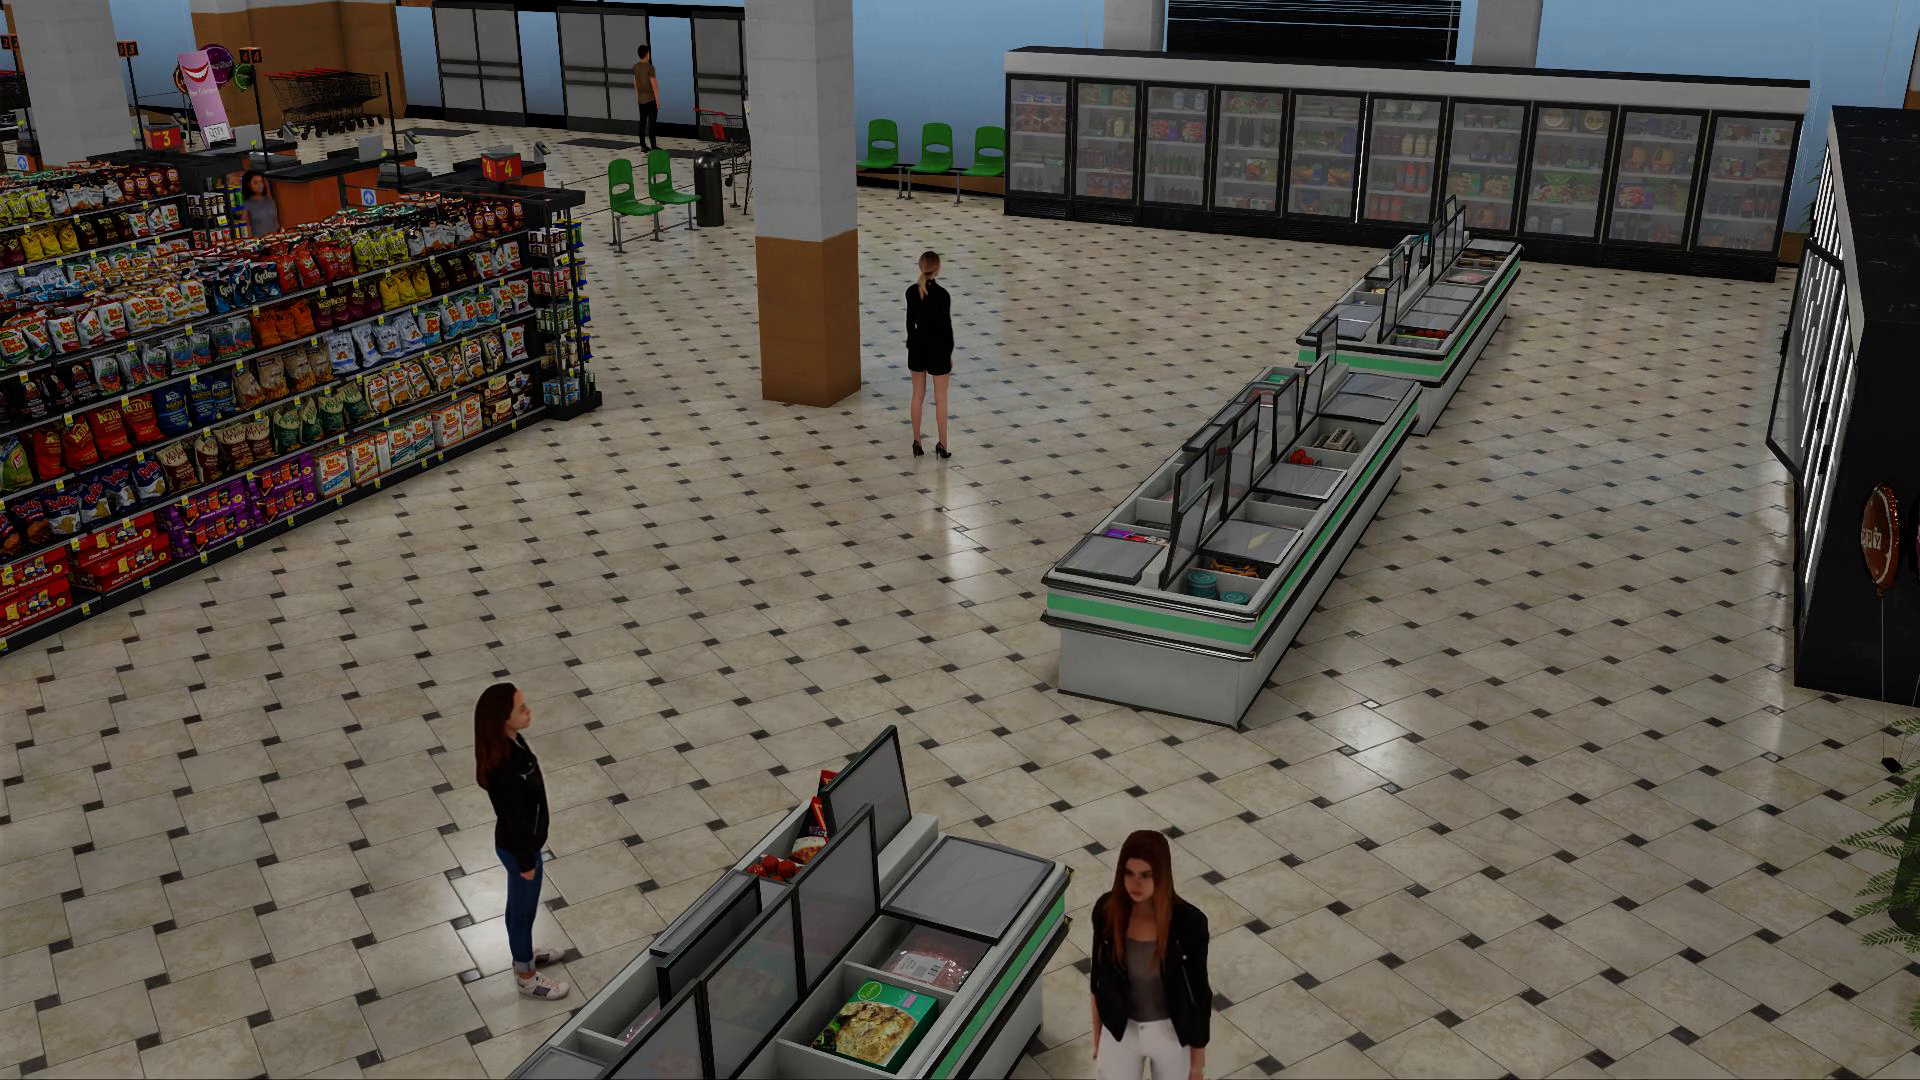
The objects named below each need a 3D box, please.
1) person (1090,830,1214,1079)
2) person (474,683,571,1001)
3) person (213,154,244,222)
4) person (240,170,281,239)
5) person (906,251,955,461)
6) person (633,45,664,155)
[{"bbox_3d":[0.690,1.737,5.876,0.710,1.660,1.127,7,23,16],"label":"person"},{"bbox_3d":[-1.922,1.290,7.226,0.700,1.483,0.634,-7,23,-17],"label":"person"},{"bbox_3d":[-8.414,-3.671,19.399,0.736,1.611,0.941,14,26,31],"label":"person"},{"bbox_3d":[-7.361,-2.993,17.513,0.799,1.760,0.905,17,28,36],"label":"person"},{"bbox_3d":[-0.254,-1.539,13.884,0.583,1.768,0.520,8,23,20],"label":"person"},{"bbox_3d":[-5.490,-7.717,29.146,0.690,1.852,0.610,14,26,31],"label":"person"}]
